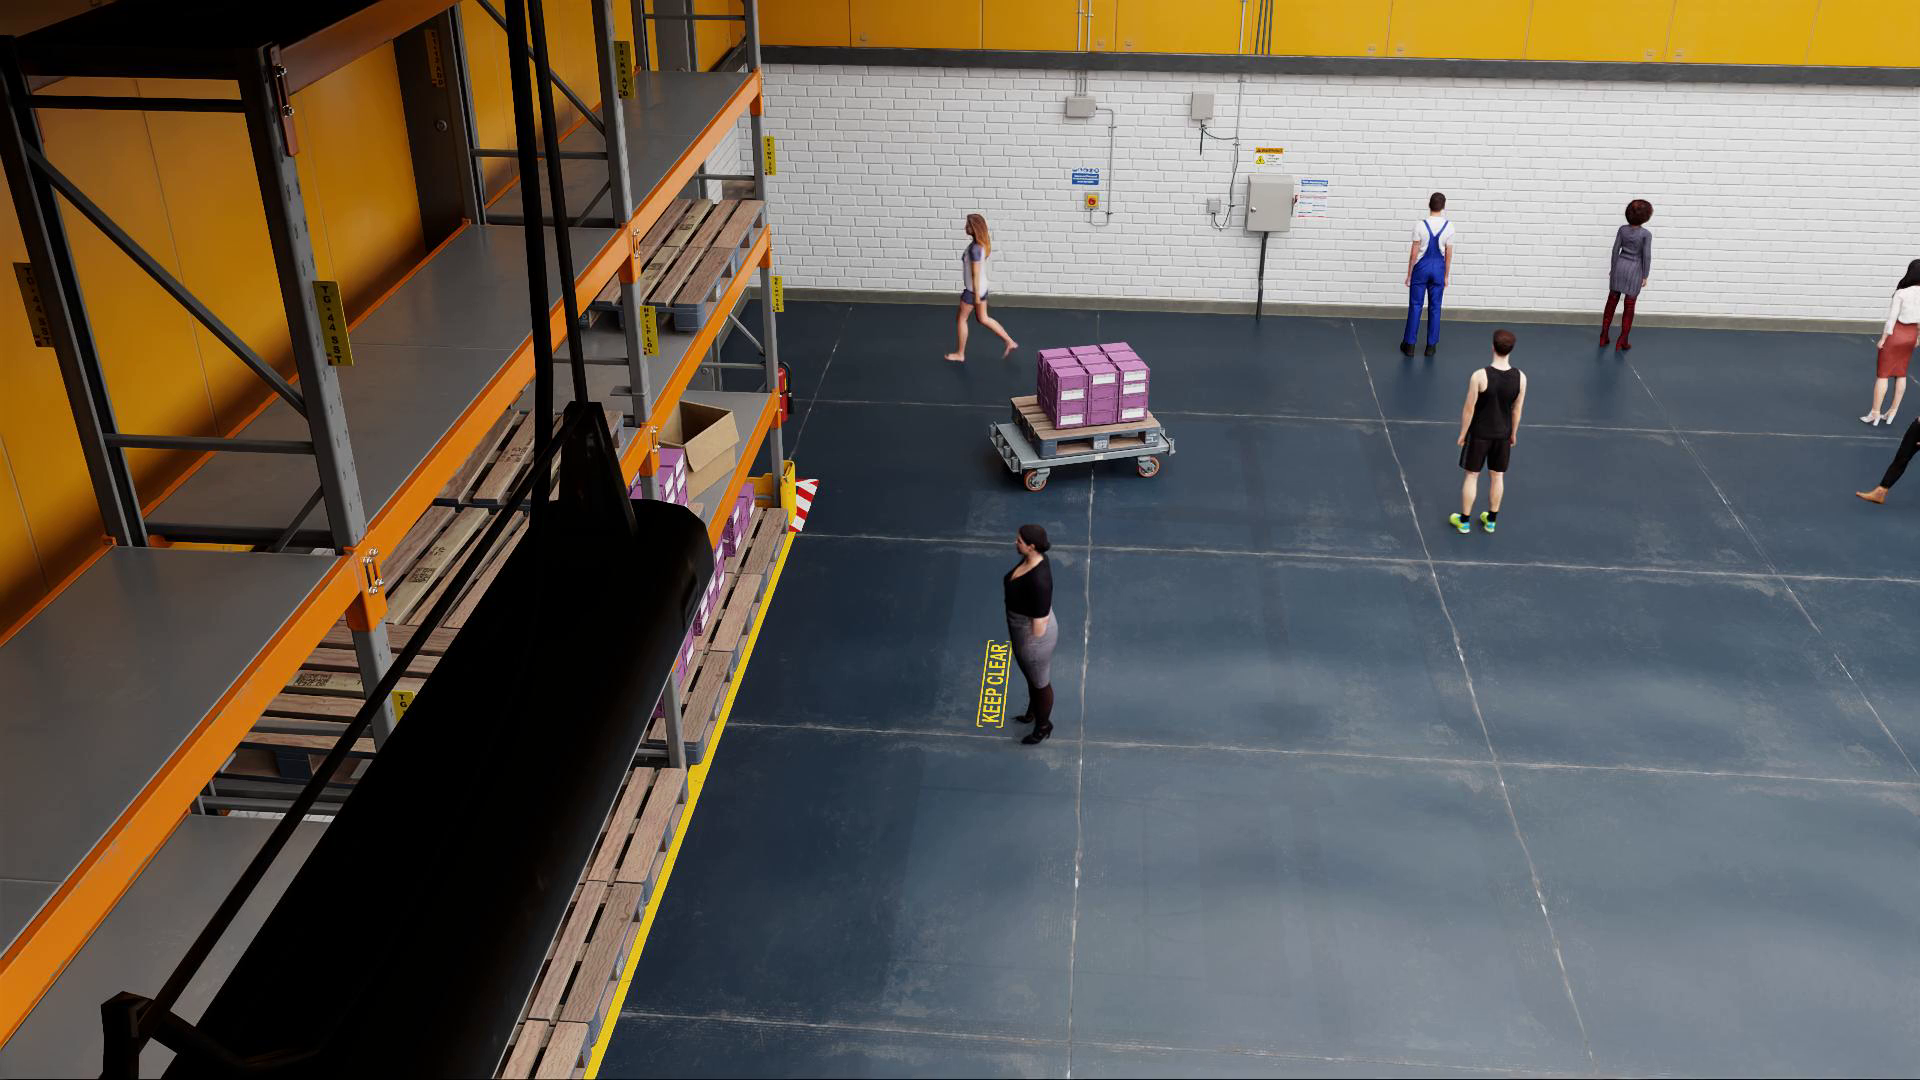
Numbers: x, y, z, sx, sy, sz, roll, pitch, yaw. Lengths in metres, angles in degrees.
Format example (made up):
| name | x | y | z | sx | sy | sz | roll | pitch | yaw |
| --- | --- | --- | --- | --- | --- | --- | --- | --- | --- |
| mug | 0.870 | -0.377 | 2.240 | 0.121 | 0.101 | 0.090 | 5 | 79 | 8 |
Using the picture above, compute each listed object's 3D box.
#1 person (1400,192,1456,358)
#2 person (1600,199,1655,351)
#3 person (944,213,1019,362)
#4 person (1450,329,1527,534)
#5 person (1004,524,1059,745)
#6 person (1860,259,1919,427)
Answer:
| name | x | y | z | sx | sy | sz | roll | pitch | yaw |
| --- | --- | --- | --- | --- | --- | --- | --- | --- | --- |
| person | 5.210 | -2.965 | 18.535 | 0.622 | 1.849 | 0.551 | 3 | 29 | 5 |
| person | 7.510 | -2.988 | 18.724 | 0.711 | 1.708 | 0.662 | -24 | 37 | -37 |
| person | 0.261 | -2.743 | 18.284 | 0.766 | 1.700 | 1.021 | 7 | 29 | 12 |
| person | 4.716 | -0.952 | 14.805 | 0.683 | 1.888 | 0.583 | -1 | 29 | -1 |
| person | 0.540 | 0.666 | 11.974 | 0.773 | 1.758 | 0.612 | -2 | 29 | -4 |
| person | 9.521 | -2.001 | 16.871 | 0.648 | 1.749 | 0.586 | -4 | 29 | -7 |
